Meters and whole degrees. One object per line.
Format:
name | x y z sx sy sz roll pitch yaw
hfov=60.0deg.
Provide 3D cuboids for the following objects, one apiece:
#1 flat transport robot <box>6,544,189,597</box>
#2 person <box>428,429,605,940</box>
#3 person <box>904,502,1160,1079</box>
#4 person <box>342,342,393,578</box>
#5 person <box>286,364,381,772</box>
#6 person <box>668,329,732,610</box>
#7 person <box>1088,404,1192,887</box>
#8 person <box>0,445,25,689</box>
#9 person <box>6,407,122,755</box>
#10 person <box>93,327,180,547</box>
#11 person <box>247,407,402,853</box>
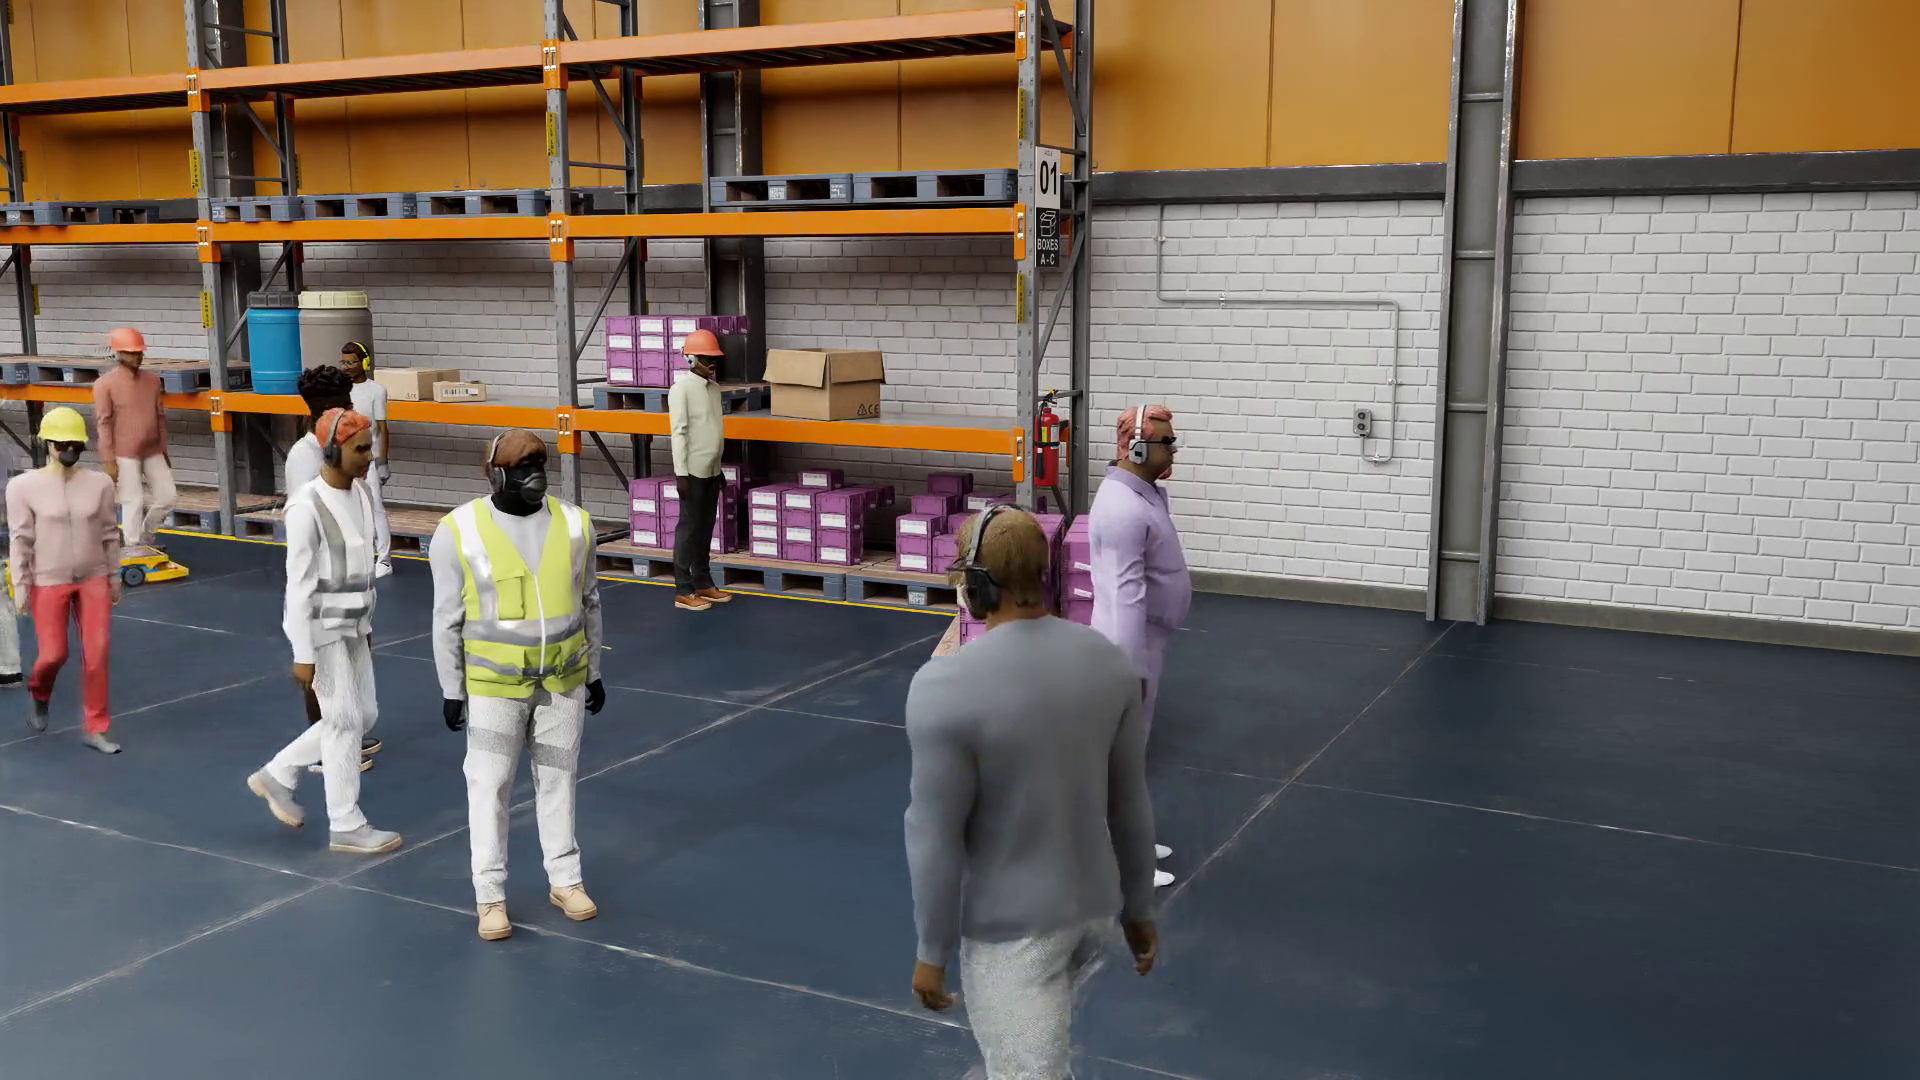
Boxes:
flat transport robot | -6.744 0.227 12.694 1.431 0.197 0.652 -8 12 -40
person | -1.592 0.514 6.084 0.633 1.846 0.429 -6 11 -33
person | 0.226 0.868 3.762 0.628 1.905 0.905 -9 13 -44
person | -4.693 -0.623 13.061 0.509 1.860 0.334 5 10 28
person | -3.044 0.134 8.052 0.361 1.963 0.613 -2 9 -9
person | -1.849 -0.507 11.914 0.397 1.992 0.621 3 10 20
person | 0.705 0.411 6.561 0.404 1.902 0.655 1 9 8
person | -5.672 -0.009 9.443 0.584 1.797 0.642 -1 9 -8
person | -4.485 0.193 8.333 0.578 1.744 0.531 8 12 41
person | -6.473 -0.690 13.103 0.449 1.969 0.642 4 10 23
person | -2.657 0.378 6.866 0.608 1.863 0.612 1 9 5
